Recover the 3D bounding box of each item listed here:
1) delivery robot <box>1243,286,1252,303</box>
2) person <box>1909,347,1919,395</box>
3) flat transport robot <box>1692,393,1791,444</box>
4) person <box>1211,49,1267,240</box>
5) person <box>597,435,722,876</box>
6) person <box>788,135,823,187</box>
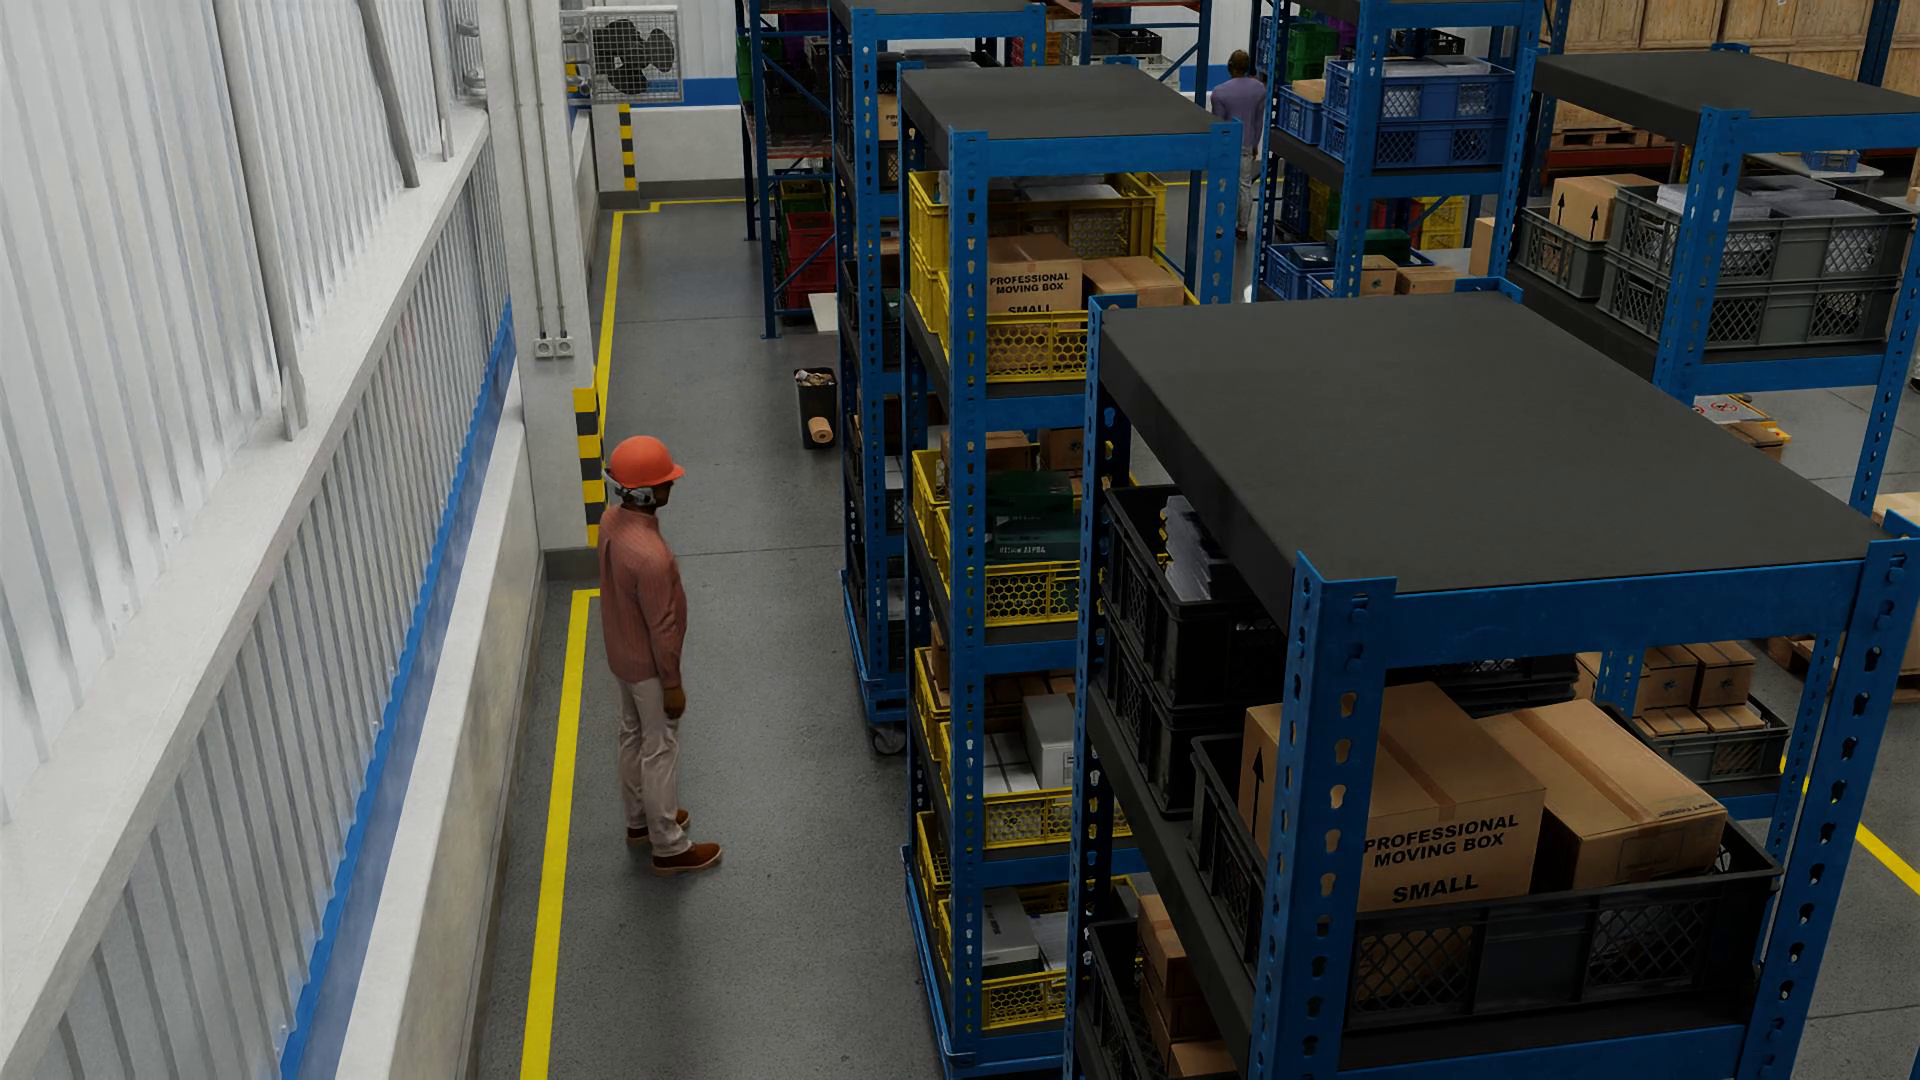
[{"bbox_3d":[2.579,-1.952,14.063,0.477,0.478,0.707,3,25,6],"label":"delivery robot"},{"bbox_3d":[7.750,-1.987,12.747,0.595,1.823,0.403,1,25,3],"label":"person"},{"bbox_3d":[5.224,-0.859,12.132,1.431,0.197,0.652,-4,25,-8],"label":"flat transport robot"},{"bbox_3d":[2.804,-4.024,17.033,0.631,1.940,0.372,-10,27,-21],"label":"person"},{"bbox_3d":[-1.323,0.493,7.146,0.392,1.995,0.612,-14,28,-27],"label":"person"},{"bbox_3d":[-1.713,-4.633,18.476,0.396,1.858,0.736,14,28,28],"label":"person"}]
